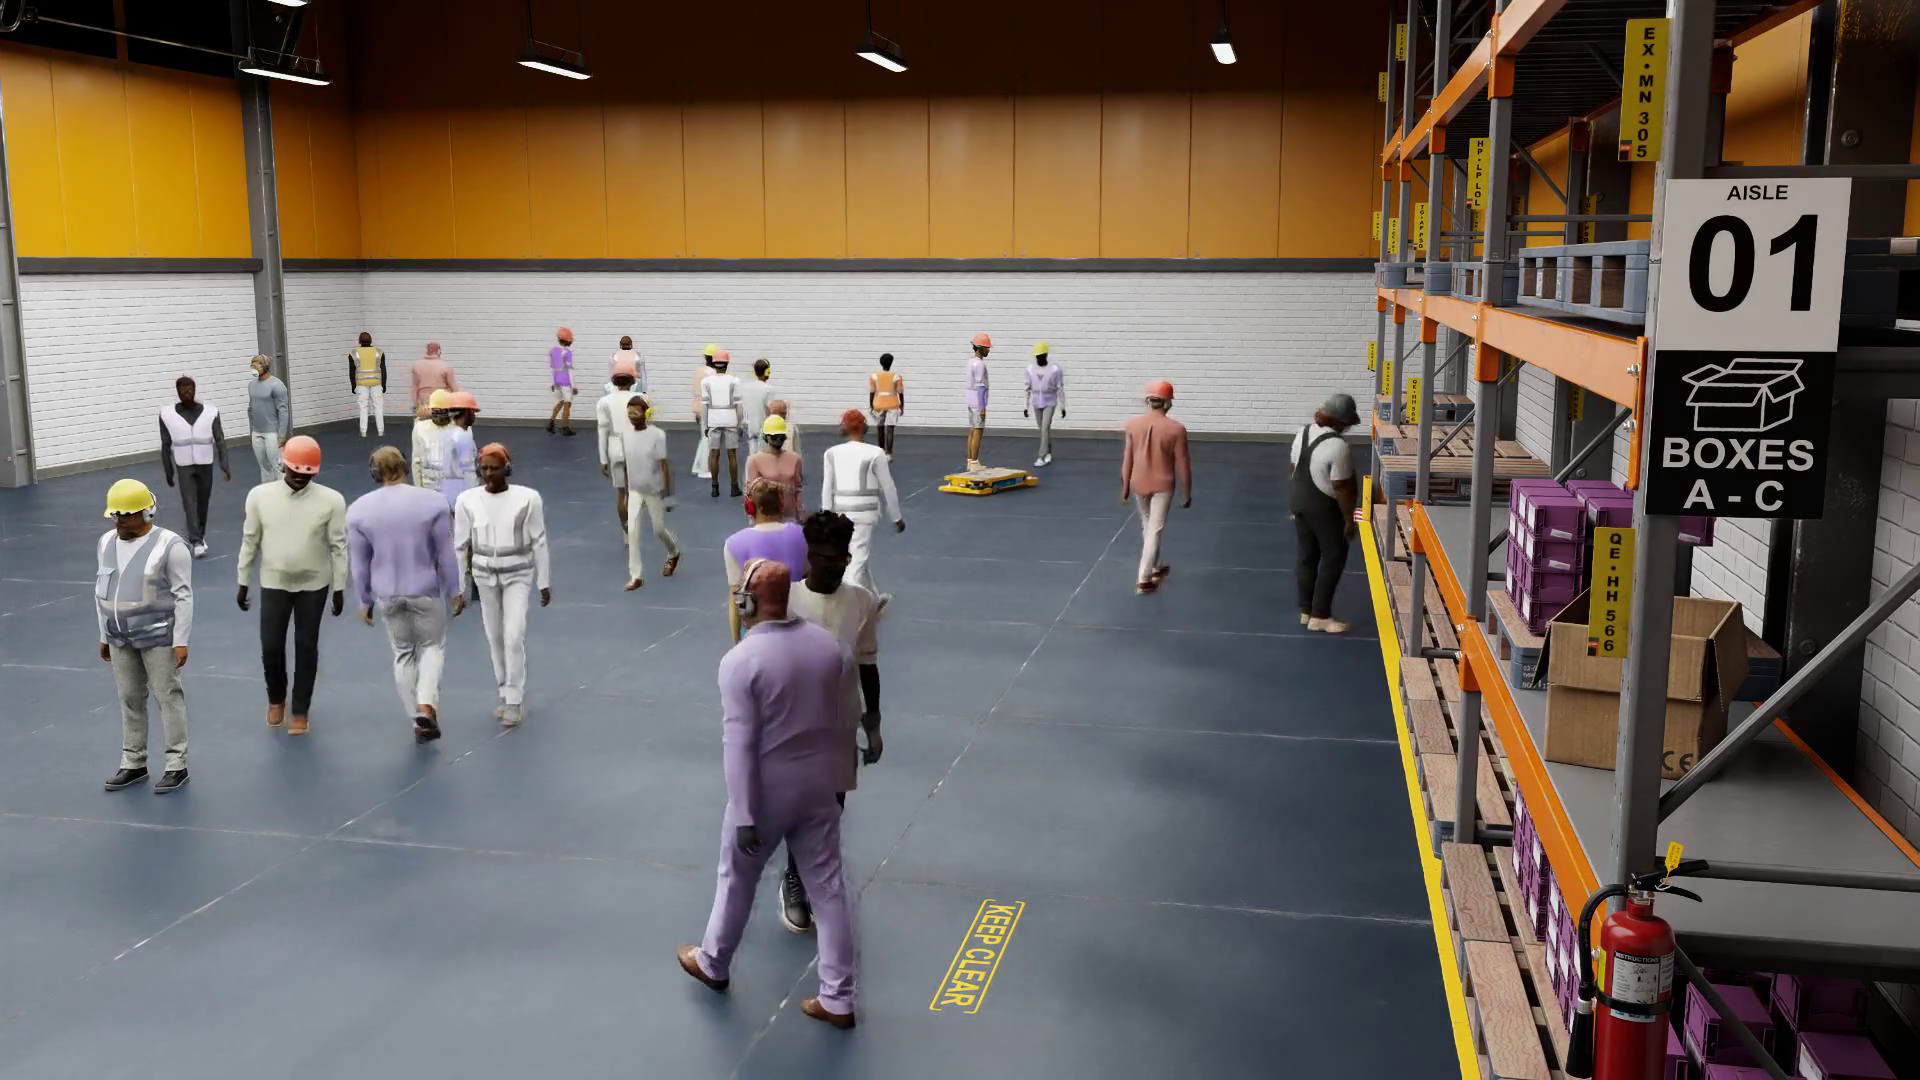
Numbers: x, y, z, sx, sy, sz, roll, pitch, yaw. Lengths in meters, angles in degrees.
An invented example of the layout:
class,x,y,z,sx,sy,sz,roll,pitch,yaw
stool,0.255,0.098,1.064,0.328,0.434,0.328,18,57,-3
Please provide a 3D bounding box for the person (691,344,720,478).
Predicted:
class,x,y,z,sx,sy,sz,roll,pitch,yaw
person,-3.570,-1.825,23.670,0.486,1.899,0.603,-7,12,-36

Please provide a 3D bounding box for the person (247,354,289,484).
class,x,y,z,sx,sy,sz,roll,pitch,yaw
person,-8.506,-1.312,20.423,0.637,1.938,0.357,5,11,30

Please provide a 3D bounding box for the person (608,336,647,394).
class,x,y,z,sx,sy,sz,roll,pitch,yaw
person,-5.565,-2.502,27.899,0.624,1.840,0.429,-2,10,-11

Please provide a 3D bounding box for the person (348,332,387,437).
class,x,y,z,sx,sy,sz,roll,pitch,yaw
person,-10.424,-2.738,29.301,0.627,1.847,0.429,-4,10,-25

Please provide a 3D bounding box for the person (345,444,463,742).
class,x,y,z,sx,sy,sz,roll,pitch,yaw
person,-3.480,0.358,10.453,0.682,1.907,0.497,-2,10,-10

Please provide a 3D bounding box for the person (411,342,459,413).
class,x,y,z,sx,sy,sz,roll,pitch,yaw
person,-7.912,-2.078,25.269,0.679,1.854,0.979,2,10,10

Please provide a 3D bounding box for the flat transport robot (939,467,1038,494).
class,x,y,z,sx,sy,sz,roll,pitch,yaw
flat transport robot,0.390,-0.802,22.363,0.652,0.197,1.431,7,11,34

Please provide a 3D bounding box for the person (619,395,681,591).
class,x,y,z,sx,sy,sz,roll,pitch,yaw
person,-2.928,-0.477,15.750,0.541,1.836,0.890,3,10,16

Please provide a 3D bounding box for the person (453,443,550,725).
class,x,y,z,sx,sy,sz,roll,pitch,yaw
person,-3.047,0.297,10.961,0.605,1.857,0.710,0,9,2

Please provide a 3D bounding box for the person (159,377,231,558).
class,x,y,z,sx,sy,sz,roll,pitch,yaw
person,-7.994,-0.771,17.391,0.613,1.864,1.004,-6,11,-33

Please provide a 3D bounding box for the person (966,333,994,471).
class,x,y,z,sx,sy,sz,roll,pitch,yaw
person,0.293,-1.976,24.147,0.394,2.034,0.610,-2,10,-12

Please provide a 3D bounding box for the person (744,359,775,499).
class,x,y,z,sx,sy,sz,roll,pitch,yaw
person,-2.474,-1.380,21.143,0.550,1.837,0.852,5,11,29

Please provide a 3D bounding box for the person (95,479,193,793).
class,x,y,z,sx,sy,sz,roll,pitch,yaw
person,-4.706,0.549,9.566,0.588,1.823,0.403,2,10,11

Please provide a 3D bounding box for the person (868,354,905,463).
class,x,y,z,sx,sy,sz,roll,pitch,yaw
person,-1.119,-2.040,25.662,0.552,1.648,0.868,1,9,6

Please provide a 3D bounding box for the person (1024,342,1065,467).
class,x,y,z,sx,sy,sz,roll,pitch,yaw
person,1.294,-2.074,25.209,0.608,1.882,0.979,4,10,25

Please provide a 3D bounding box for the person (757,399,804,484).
class,x,y,z,sx,sy,sz,roll,pitch,yaw
person,-1.930,-0.673,17.531,0.425,1.625,0.485,5,11,26

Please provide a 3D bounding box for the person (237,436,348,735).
class,x,y,z,sx,sy,sz,roll,pitch,yaw
person,-4.279,0.301,10.665,0.694,1.950,0.480,-3,10,-18

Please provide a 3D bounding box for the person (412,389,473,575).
class,x,y,z,sx,sy,sz,roll,pitch,yaw
person,-5.008,-0.550,16.159,0.592,1.830,0.404,-4,10,-21

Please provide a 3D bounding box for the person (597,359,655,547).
class,x,y,z,sx,sy,sz,roll,pitch,yaw
person,-3.546,-0.904,17.695,0.631,2.029,0.581,0,9,2

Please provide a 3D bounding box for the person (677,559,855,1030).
class,x,y,z,sx,sy,sz,roll,pitch,yaw
person,-0.784,1.000,6.745,0.991,1.852,0.645,9,13,43

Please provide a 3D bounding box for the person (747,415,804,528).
class,x,y,z,sx,sy,sz,roll,pitch,yaw
person,-1.560,-0.188,14.174,0.535,1.767,0.316,-6,11,-33

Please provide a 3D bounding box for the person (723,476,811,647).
class,x,y,z,sx,sy,sz,roll,pitch,yaw
person,-1.091,0.527,9.741,0.581,1.816,0.908,-5,11,-28

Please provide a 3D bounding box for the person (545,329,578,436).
class,x,y,z,sx,sy,sz,roll,pitch,yaw
person,-7.032,-2.759,29.308,0.643,1.901,0.454,8,13,42

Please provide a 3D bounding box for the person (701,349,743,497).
class,x,y,z,sx,sy,sz,roll,pitch,yaw
person,-3.094,-1.523,21.698,0.544,1.938,0.355,0,9,0

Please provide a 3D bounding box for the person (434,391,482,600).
class,x,y,z,sx,sy,sz,roll,pitch,yaw
person,-4.533,-0.371,14.859,0.765,1.911,0.572,-5,11,-28

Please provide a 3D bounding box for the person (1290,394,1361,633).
class,x,y,z,sx,sy,sz,roll,pitch,yaw
person,3.063,-0.270,13.838,0.545,2.000,0.762,-4,10,-24

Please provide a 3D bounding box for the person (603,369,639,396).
class,x,y,z,sx,sy,sz,roll,pitch,yaw
person,-4.797,-1.679,23.578,0.533,1.628,0.395,-1,9,-4

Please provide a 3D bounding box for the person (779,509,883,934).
class,x,y,z,sx,sy,sz,roll,pitch,yaw
person,-0.615,0.828,7.463,0.623,1.953,0.421,-6,11,-34

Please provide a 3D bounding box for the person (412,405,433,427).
class,x,y,z,sx,sy,sz,roll,pitch,yaw
person,-5.405,-0.569,16.917,0.351,1.618,0.552,-4,10,-23

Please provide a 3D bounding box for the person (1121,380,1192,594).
class,x,y,z,sx,sy,sz,roll,pitch,yaw
person,1.893,-0.511,15.549,0.647,1.948,0.972,6,11,31

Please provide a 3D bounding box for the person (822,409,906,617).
class,x,y,z,sx,sy,sz,roll,pitch,yaw
person,-0.813,-0.177,13.932,0.604,1.818,0.985,5,11,30
